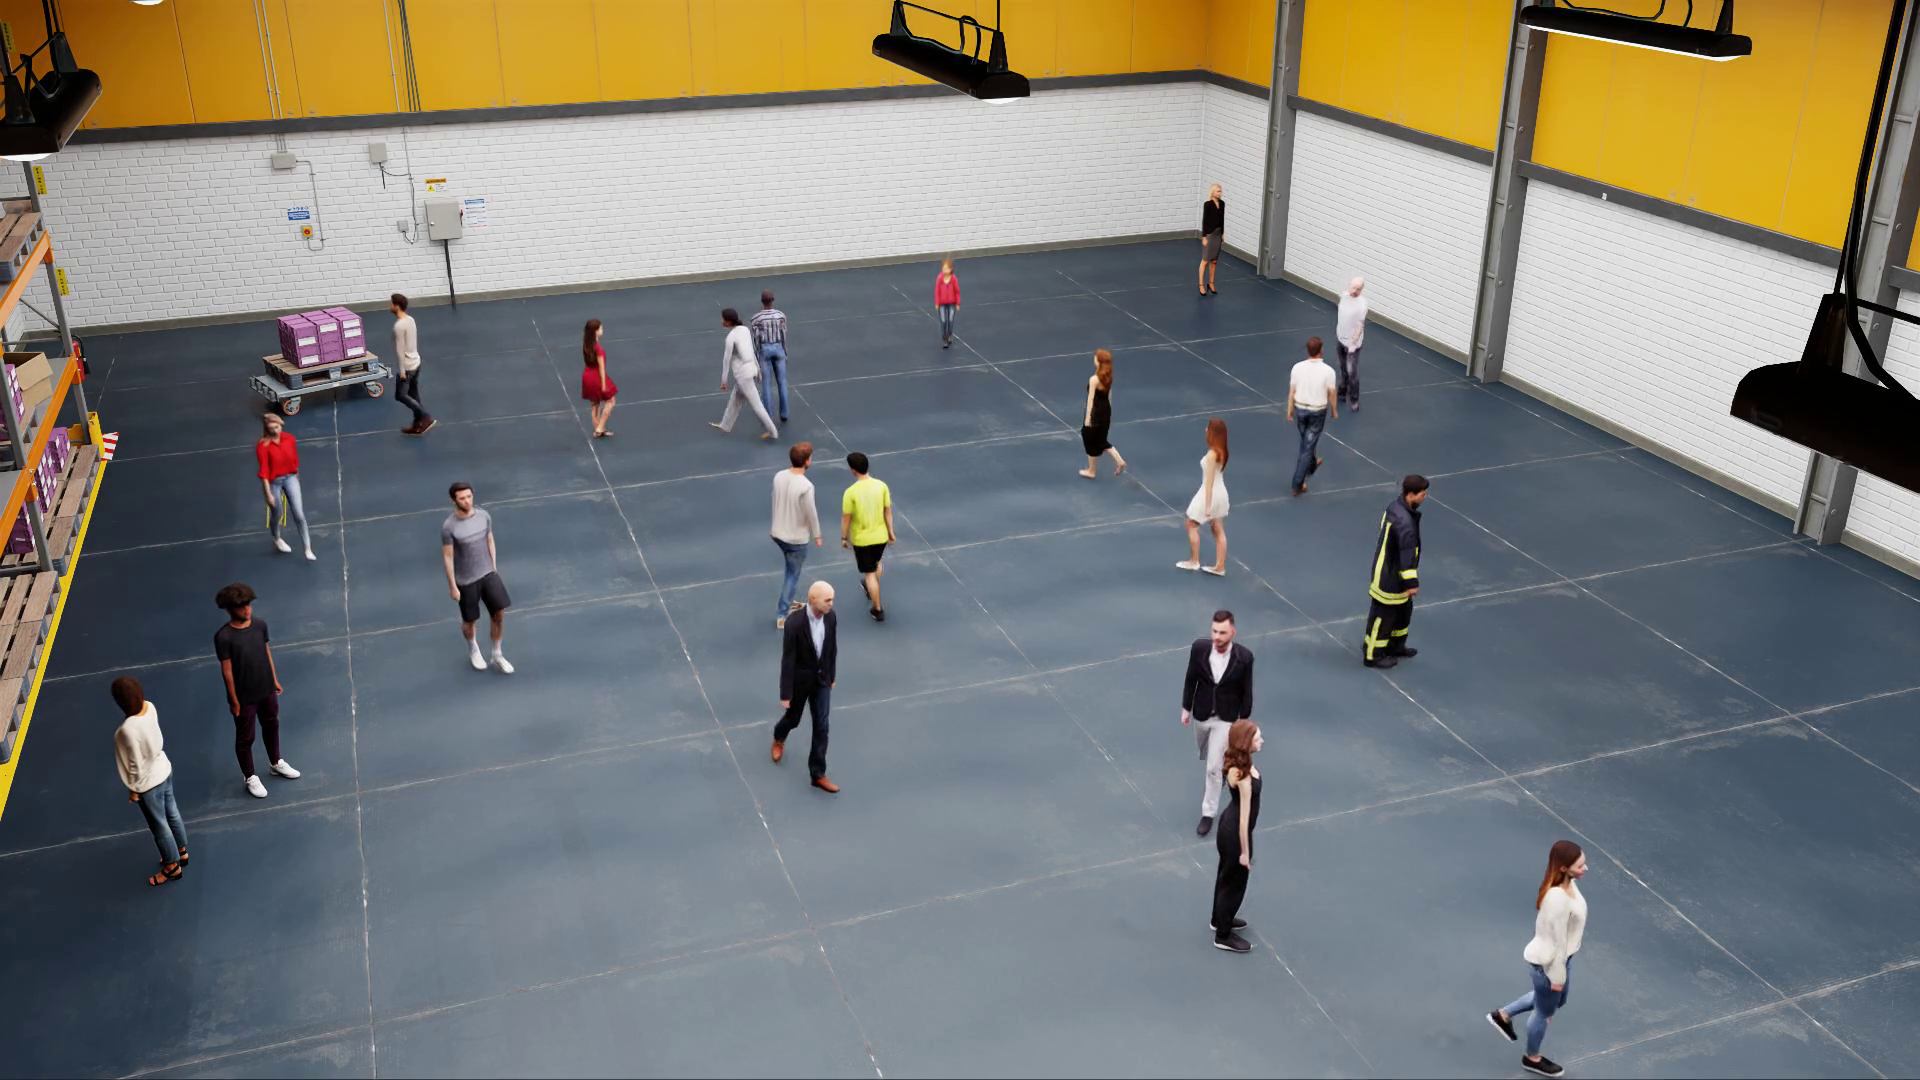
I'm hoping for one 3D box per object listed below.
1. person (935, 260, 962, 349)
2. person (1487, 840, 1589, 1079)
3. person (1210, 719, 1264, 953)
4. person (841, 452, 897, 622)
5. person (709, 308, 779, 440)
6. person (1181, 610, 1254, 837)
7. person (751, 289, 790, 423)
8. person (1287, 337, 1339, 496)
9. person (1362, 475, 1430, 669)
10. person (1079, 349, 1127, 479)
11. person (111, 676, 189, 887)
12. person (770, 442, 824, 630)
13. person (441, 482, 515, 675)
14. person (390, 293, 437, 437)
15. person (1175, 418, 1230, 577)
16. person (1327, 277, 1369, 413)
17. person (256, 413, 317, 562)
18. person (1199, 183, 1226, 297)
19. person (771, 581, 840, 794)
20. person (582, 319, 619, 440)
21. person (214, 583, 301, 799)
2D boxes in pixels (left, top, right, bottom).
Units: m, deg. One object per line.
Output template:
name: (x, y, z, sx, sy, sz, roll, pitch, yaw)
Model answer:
person: (-0.180, -3.507, 24.649, 0.714, 1.286, 0.955, 0, 24, -1)
person: (3.563, 2.571, 10.253, 0.891, 1.681, 0.828, 11, 26, 24)
person: (1.897, 2.007, 11.460, 0.708, 1.747, 0.586, 2, 24, 5)
person: (-0.848, -0.004, 16.158, 0.702, 1.670, 0.989, -10, 25, -21)
person: (-2.603, -2.032, 20.800, 1.167, 1.667, 1.178, 10, 25, 21)
person: (2.020, 1.329, 12.925, 1.142, 1.816, 1.205, 9, 25, 19)
person: (-2.419, -2.340, 21.343, 0.631, 1.796, 0.538, -10, 26, -22)
person: (3.998, -1.396, 19.159, 1.183, 1.816, 1.152, 15, 28, 31)
person: (3.889, 0.283, 15.206, 1.022, 1.905, 0.919, 4, 24, 10)
person: (1.692, -1.443, 19.522, 0.930, 1.611, 0.806, 18, 29, 35)
person: (-5.922, 1.733, 12.173, 0.733, 1.678, 0.573, -2, 24, -4)
person: (-1.651, 0.006, 15.889, 0.799, 1.867, 0.888, 19, 30, 37)
person: (-4.490, 0.308, 15.216, 0.828, 1.853, 0.914, -18, 30, -36)
person: (-6.850, -2.171, 20.890, 0.855, 1.850, 0.784, 0, 24, 0)
person: (2.667, -0.411, 17.051, 0.877, 1.699, 0.804, 15, 28, 30)
person: (5.159, -2.656, 22.052, 0.943, 1.807, 0.511, -2, 24, -4)
person: (-7.170, -0.579, 17.496, 1.175, 1.651, 0.951, 18, 29, 35)
person: (4.110, -4.910, 27.168, 0.665, 1.840, 0.631, -16, 28, -32)
person: (-1.272, 1.129, 13.458, 0.895, 1.757, 1.221, -12, 26, -25)
person: (-4.629, -2.003, 20.888, 0.671, 1.544, 0.726, 20, 31, 38)
person: (-5.689, 1.167, 13.341, 0.759, 1.780, 0.713, 13, 27, 27)
